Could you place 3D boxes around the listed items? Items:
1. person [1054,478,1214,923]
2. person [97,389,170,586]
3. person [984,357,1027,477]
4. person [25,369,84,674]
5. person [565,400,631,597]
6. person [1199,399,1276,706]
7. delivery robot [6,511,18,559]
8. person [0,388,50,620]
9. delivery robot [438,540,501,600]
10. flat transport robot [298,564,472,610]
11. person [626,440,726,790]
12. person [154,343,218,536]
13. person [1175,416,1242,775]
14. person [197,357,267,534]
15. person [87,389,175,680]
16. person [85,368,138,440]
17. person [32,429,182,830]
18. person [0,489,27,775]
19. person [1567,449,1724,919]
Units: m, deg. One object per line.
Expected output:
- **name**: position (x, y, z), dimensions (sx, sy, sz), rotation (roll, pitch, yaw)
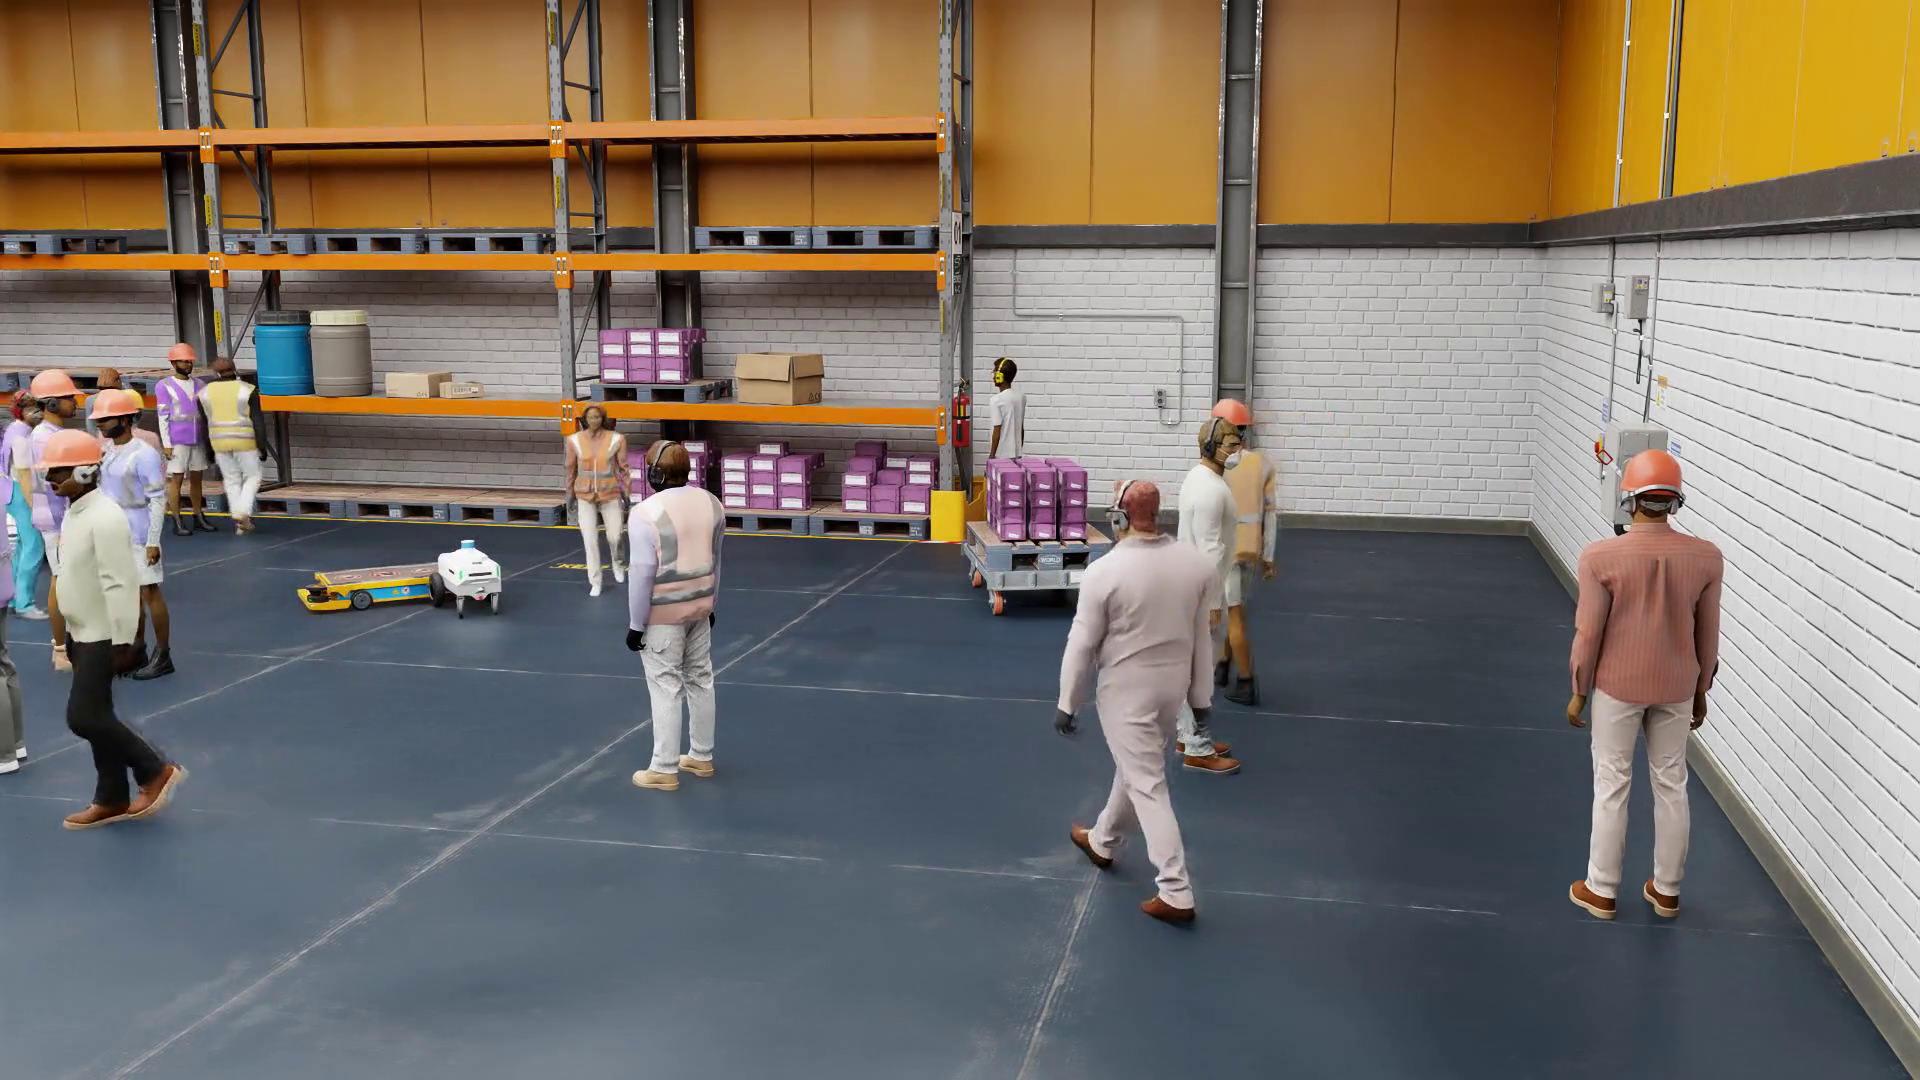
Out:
- **person**: position (0.738, 0.657, 7.192), dimensions (0.662, 1.849, 1.042), rotation (-6, 11, -32)
- **person**: position (-6.807, -0.368, 13.659), dimensions (0.529, 1.733, 0.880), rotation (1, 10, 5)
- **person**: position (0.414, -0.763, 15.518), dimensions (0.328, 1.876, 0.509), rotation (7, 12, 36)
- **person**: position (-6.049, -0.127, 11.238), dimensions (0.371, 2.048, 0.605), rotation (-5, 11, -28)
- **person**: position (-3.010, -0.358, 13.856), dimensions (0.534, 1.623, 0.484), rotation (-1, 10, -6)
- **person**: position (1.657, 0.056, 10.573), dimensions (0.544, 1.899, 0.875), rotation (-5, 11, -27)
- **delivery robot**: position (-8.512, -0.061, 14.983), dimensions (0.477, 0.478, 0.707), rotation (-4, 11, -25)
- **person**: position (-7.230, -0.275, 12.855), dimensions (0.441, 1.799, 0.713), rotation (-5, 11, -29)
- **delivery robot**: position (-3.887, 0.245, 13.171), dimensions (0.477, 0.478, 0.707), rotation (-5, 11, -30)
- **flat transport robot**: position (-4.614, 0.361, 13.600), dimensions (1.431, 0.197, 0.652), rotation (-5, 11, -28)
- **person**: position (-1.521, 0.391, 8.776), dimensions (0.429, 1.846, 0.625), rotation (7, 12, 35)
- **person**: position (-7.818, -1.018, 16.822), dimensions (0.347, 1.943, 0.544), rotation (5, 11, 29)
- **person**: position (1.351, 0.292, 9.087), dimensions (0.376, 1.937, 0.629), rotation (1, 10, 3)
- **person**: position (-7.305, -0.942, 16.761), dimensions (0.657, 1.812, 0.430), rotation (0, 10, -2)
- **person**: position (-5.506, -0.034, 11.009), dimensions (0.549, 1.936, 0.376), rotation (6, 11, 30)
- **person**: position (-8.998, -1.010, 17.690), dimensions (0.503, 1.632, 0.274), rotation (-2, 10, -12)
- **person**: position (-4.197, 0.441, 8.073), dimensions (0.442, 1.975, 0.640), rotation (-8, 13, -41)
- **person**: position (-5.306, 0.320, 8.948), dimensions (0.380, 1.923, 0.595), rotation (-3, 10, -16)
- **person**: position (2.866, 0.616, 7.006), dimensions (0.608, 1.991, 0.377), rotation (0, 10, 0)
